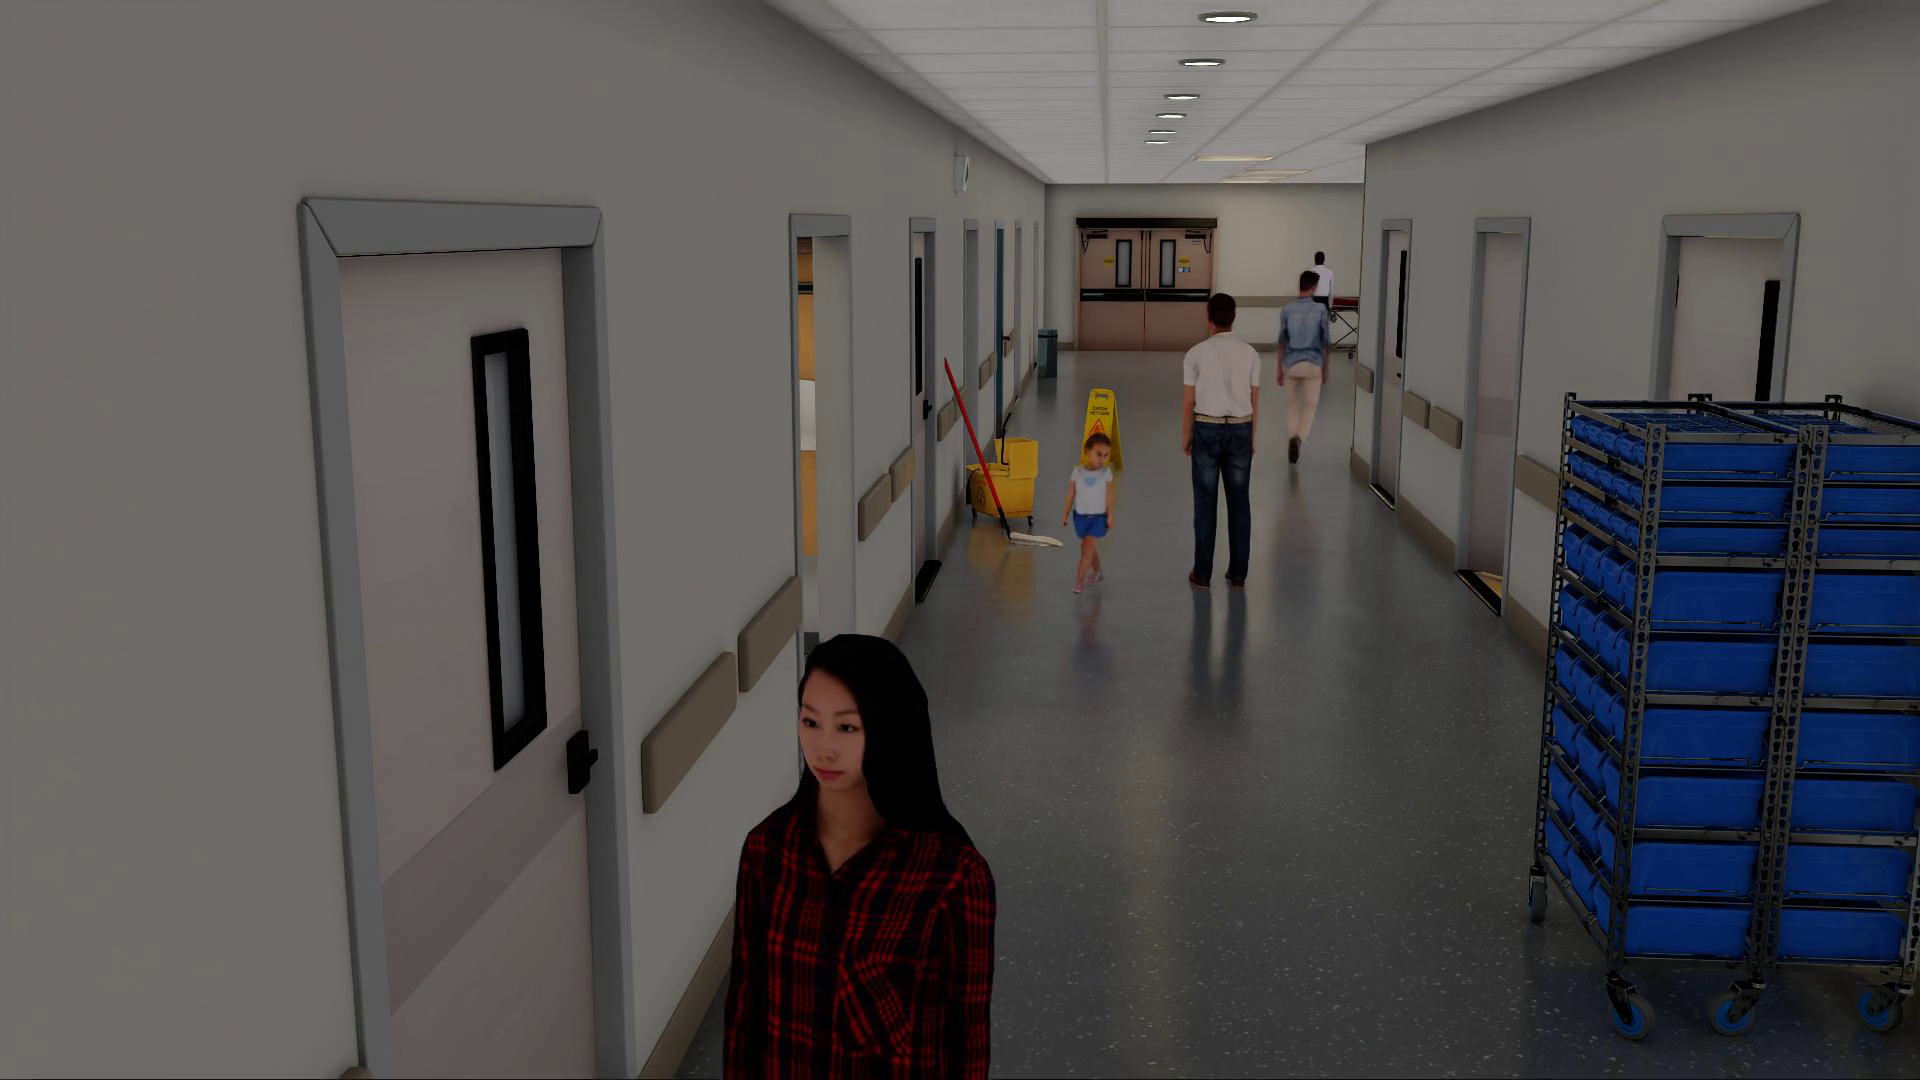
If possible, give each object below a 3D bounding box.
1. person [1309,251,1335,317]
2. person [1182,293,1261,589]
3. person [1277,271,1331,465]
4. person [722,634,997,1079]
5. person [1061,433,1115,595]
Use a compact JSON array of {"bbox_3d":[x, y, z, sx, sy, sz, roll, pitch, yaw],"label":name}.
[{"bbox_3d":[5.916,-3.842,27.489,0.678,1.830,0.628,-1,11,-7],"label":"person"},{"bbox_3d":[1.661,-0.634,10.528,0.673,1.850,0.597,0,11,-2],"label":"person"},{"bbox_3d":[3.240,-1.609,15.764,0.877,1.815,1.177,4,11,21],"label":"person"},{"bbox_3d":[-0.157,0.949,2.709,0.641,1.657,0.597,4,11,21],"label":"person"},{"bbox_3d":[0.828,-0.161,10.347,0.604,0.989,0.802,5,12,24],"label":"person"}]
